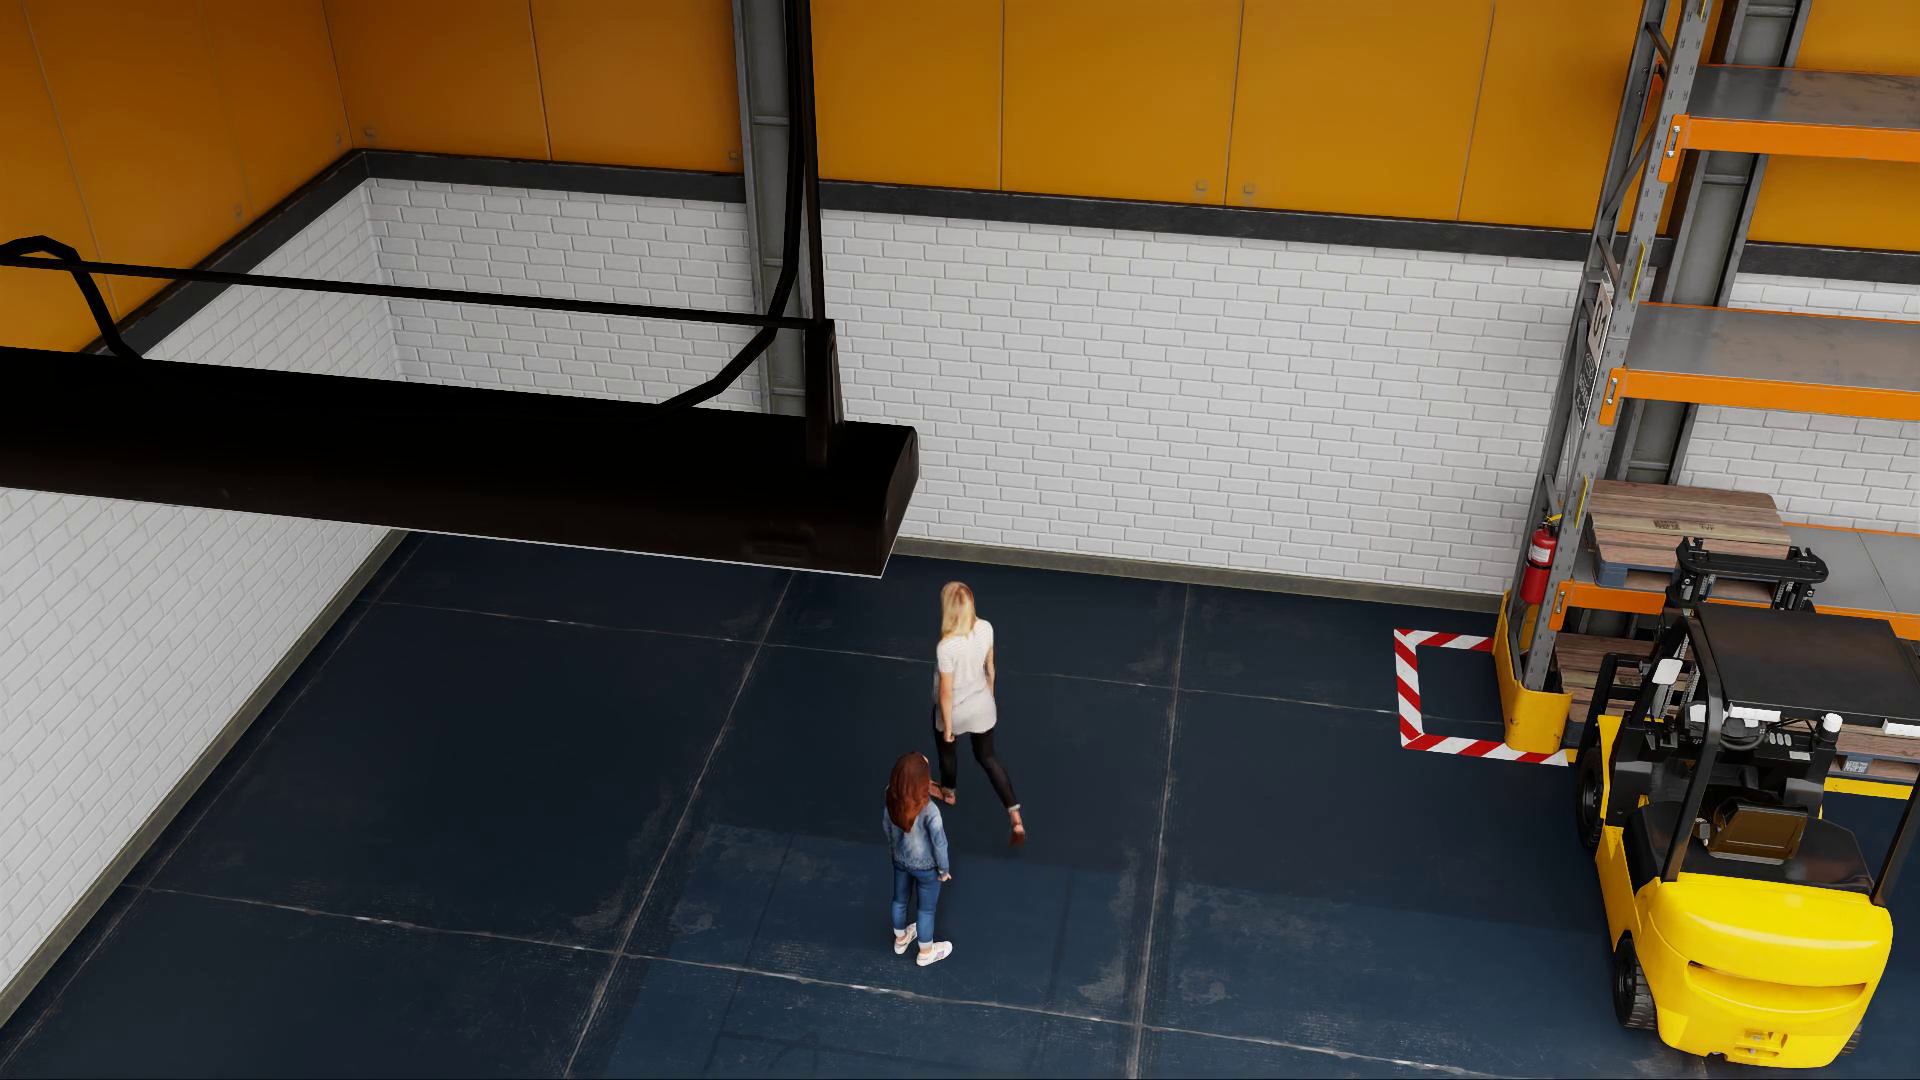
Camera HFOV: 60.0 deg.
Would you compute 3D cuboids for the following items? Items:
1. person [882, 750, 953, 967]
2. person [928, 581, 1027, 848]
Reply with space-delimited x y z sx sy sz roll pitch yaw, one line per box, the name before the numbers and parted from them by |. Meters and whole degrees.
person | -0.250 1.753 9.202 0.589 1.476 0.707 24 40 31
person | 0.098 1.071 9.943 1.078 1.792 1.197 -24 40 -32
